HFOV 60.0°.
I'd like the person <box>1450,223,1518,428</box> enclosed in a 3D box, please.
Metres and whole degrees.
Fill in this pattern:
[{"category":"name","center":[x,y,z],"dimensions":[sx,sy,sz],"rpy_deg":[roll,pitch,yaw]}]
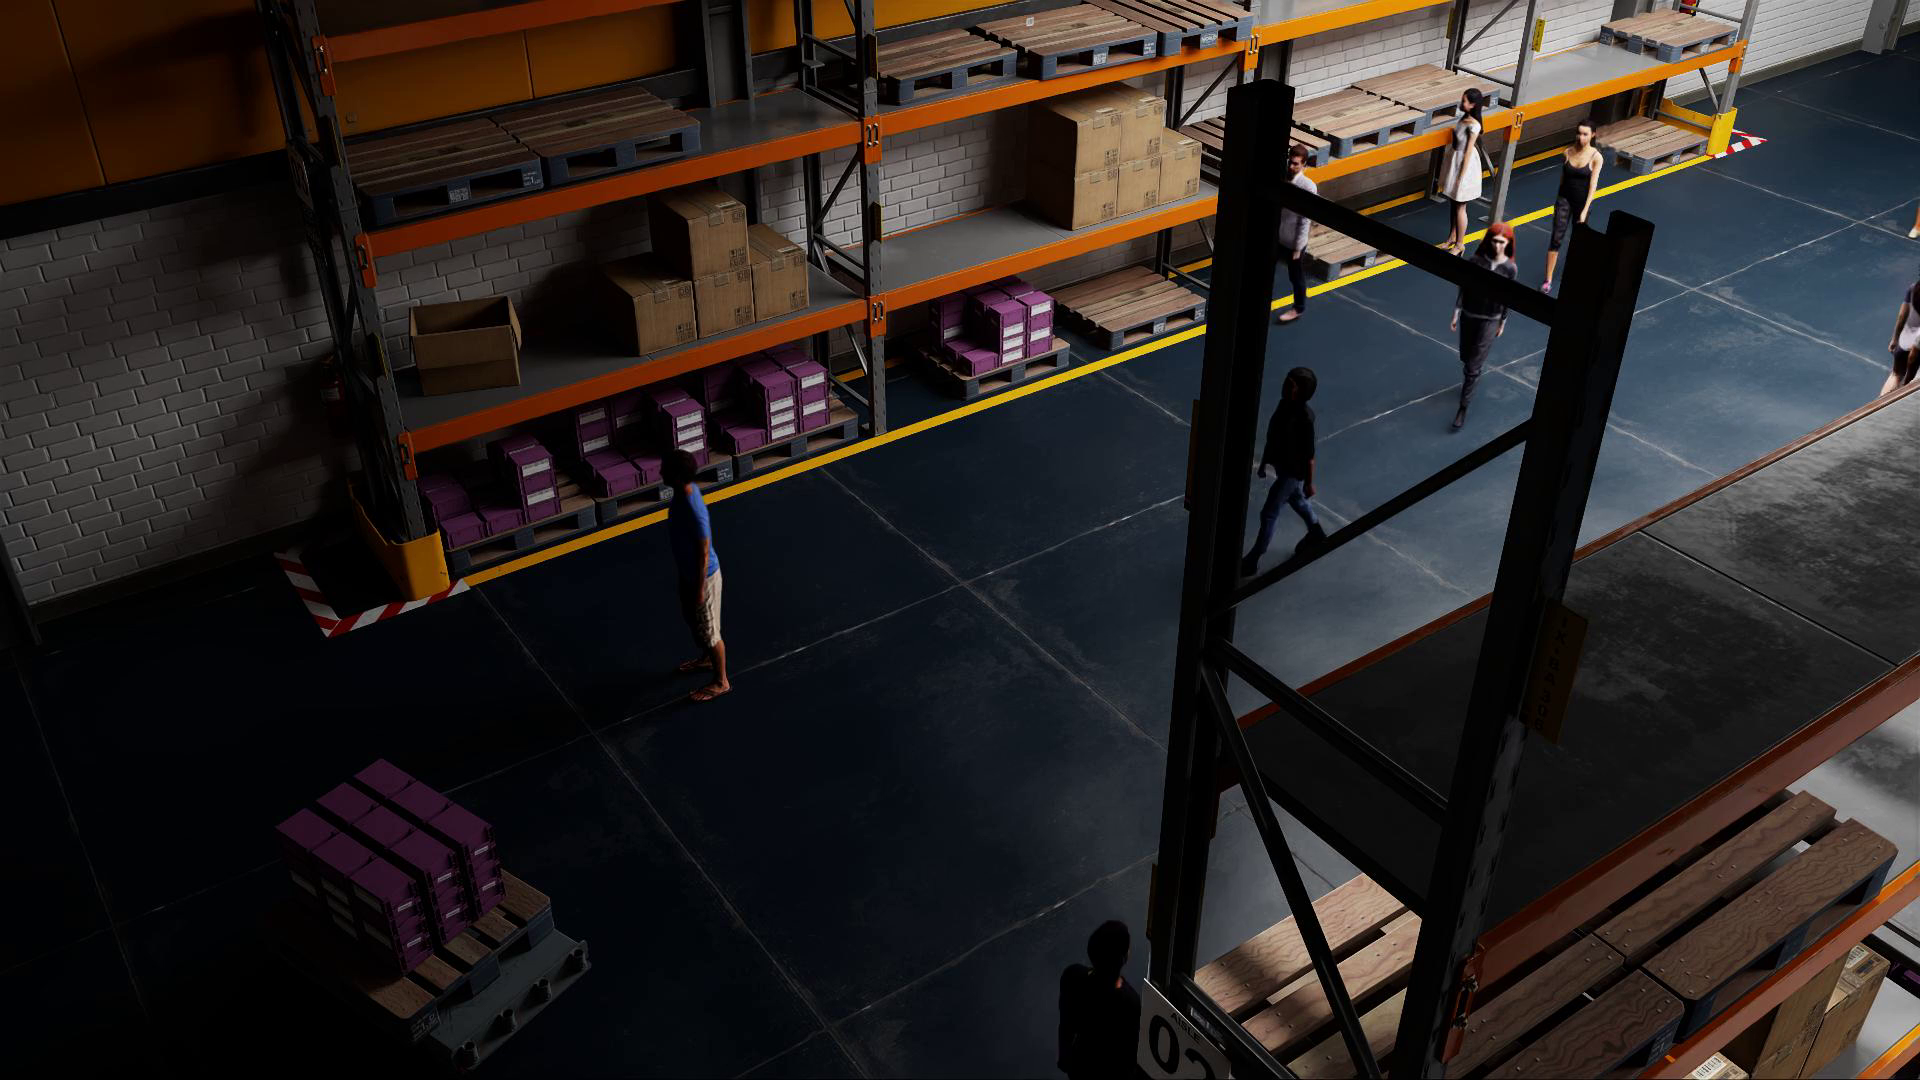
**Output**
[{"category":"person","center":[4.458,-1.899,14.236],"dimensions":[0.878,1.753,1.185],"rpy_deg":[19,38,27]}]

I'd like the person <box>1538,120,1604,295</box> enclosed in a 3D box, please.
[{"category":"person","center":[6.109,-3.310,16.419],"dimensions":[0.828,1.687,1.207],"rpy_deg":[21,39,29]}]

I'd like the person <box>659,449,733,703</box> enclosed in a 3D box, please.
[{"category":"person","center":[-1.734,0.205,10.973],"dimensions":[0.642,1.863,0.702],"rpy_deg":[-11,35,-17]}]

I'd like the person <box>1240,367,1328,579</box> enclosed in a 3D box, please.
[{"category":"person","center":[2.494,-0.513,12.236],"dimensions":[1.212,1.658,0.769],"rpy_deg":[-13,36,-18]}]

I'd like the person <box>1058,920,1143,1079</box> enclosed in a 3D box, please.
[{"category":"person","center":[0.620,2.481,7.561],"dimensions":[0.802,1.848,0.999],"rpy_deg":[24,41,32]}]

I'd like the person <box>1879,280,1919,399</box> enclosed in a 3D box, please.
[{"category":"person","center":[7.924,-1.582,13.815],"dimensions":[0.591,1.692,0.599],"rpy_deg":[-23,40,-30]}]

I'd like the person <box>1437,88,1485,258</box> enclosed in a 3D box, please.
[{"category":"person","center":[5.119,-3.744,16.997],"dimensions":[0.822,1.769,0.783],"rpy_deg":[1,34,1]}]
